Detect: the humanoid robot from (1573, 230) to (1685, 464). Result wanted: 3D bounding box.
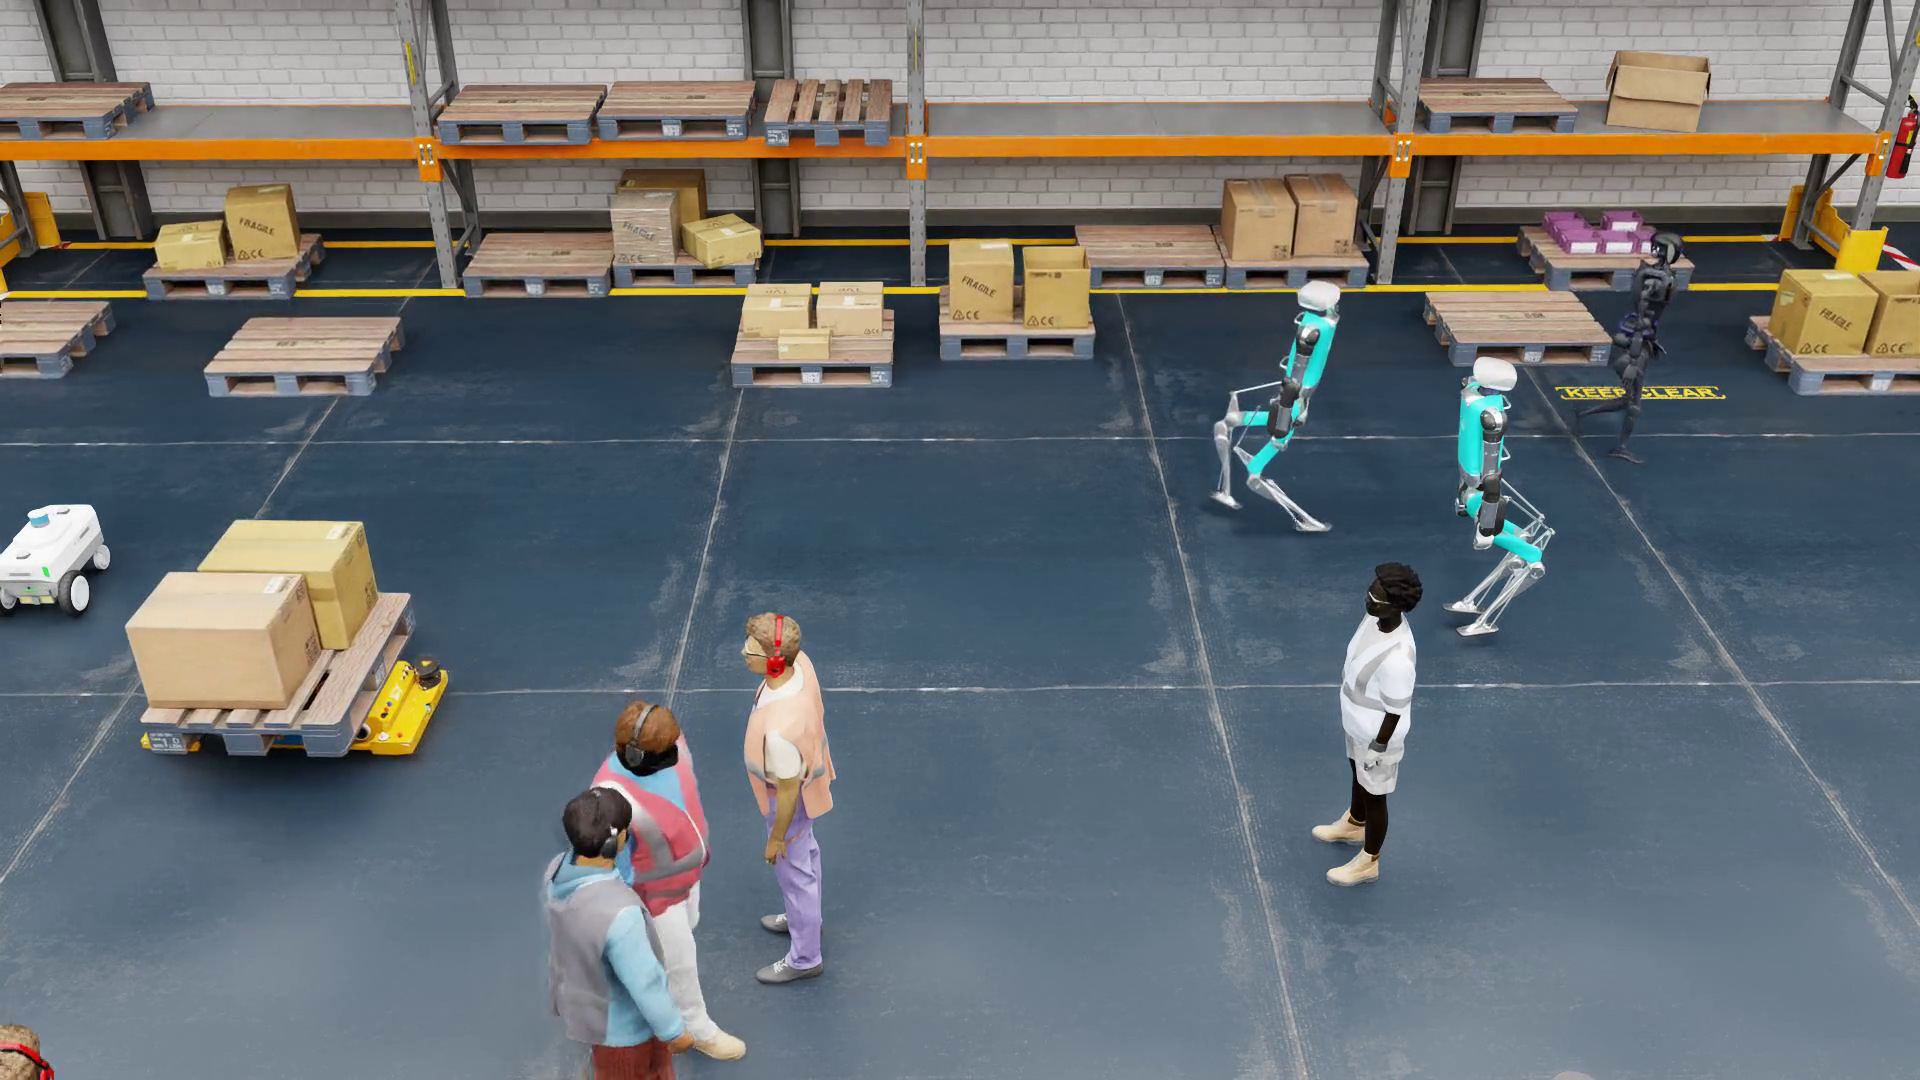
[{"bbox_3d":[4.519,-1.327,11.262,0.576,1.634,0.610,18,36,28],"label":"humanoid robot"}]

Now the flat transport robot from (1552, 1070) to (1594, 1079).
[{"bbox_3d":[2.678,2.582,6.113,0.659,0.231,1.431,0,31,-1],"label":"flat transport robot"}]

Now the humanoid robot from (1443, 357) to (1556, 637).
[{"bbox_3d":[3.056,-0.227,9.234,0.735,1.677,0.533,0,31,-1],"label":"humanoid robot"}]

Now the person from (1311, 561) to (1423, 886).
[{"bbox_3d":[1.885,0.834,7.633,0.318,1.699,0.534,-1,31,-1],"label":"person"}]

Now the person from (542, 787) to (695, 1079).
[{"bbox_3d":[-1.285,1.711,6.051,0.893,1.848,0.543,-19,36,-29],"label":"person"}]

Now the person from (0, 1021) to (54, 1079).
[{"bbox_3d":[-2.723,2.308,5.097,0.602,1.794,0.889,-11,33,-18],"label":"person"}]

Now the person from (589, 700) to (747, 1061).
[{"bbox_3d":[-1.286,1.341,6.686,0.751,1.813,0.668,8,32,14],"label":"person"}]

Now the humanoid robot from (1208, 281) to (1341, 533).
[{"bbox_3d":[1.896,-0.825,10.412,1.048,1.746,0.541,15,34,23],"label":"humanoid robot"}]

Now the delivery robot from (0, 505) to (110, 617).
[{"bbox_3d":[-5.450,0.084,9.965,0.499,0.566,0.739,0,31,-1],"label":"delivery robot"}]

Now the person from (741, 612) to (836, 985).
[{"bbox_3d":[-0.723,1.093,7.056,0.390,1.850,0.565,-1,31,-1],"label":"person"}]

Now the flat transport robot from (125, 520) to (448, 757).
[{"bbox_3d":[-3.567,0.877,8.950,1.431,0.231,0.659,1,31,1],"label":"flat transport robot"}]
